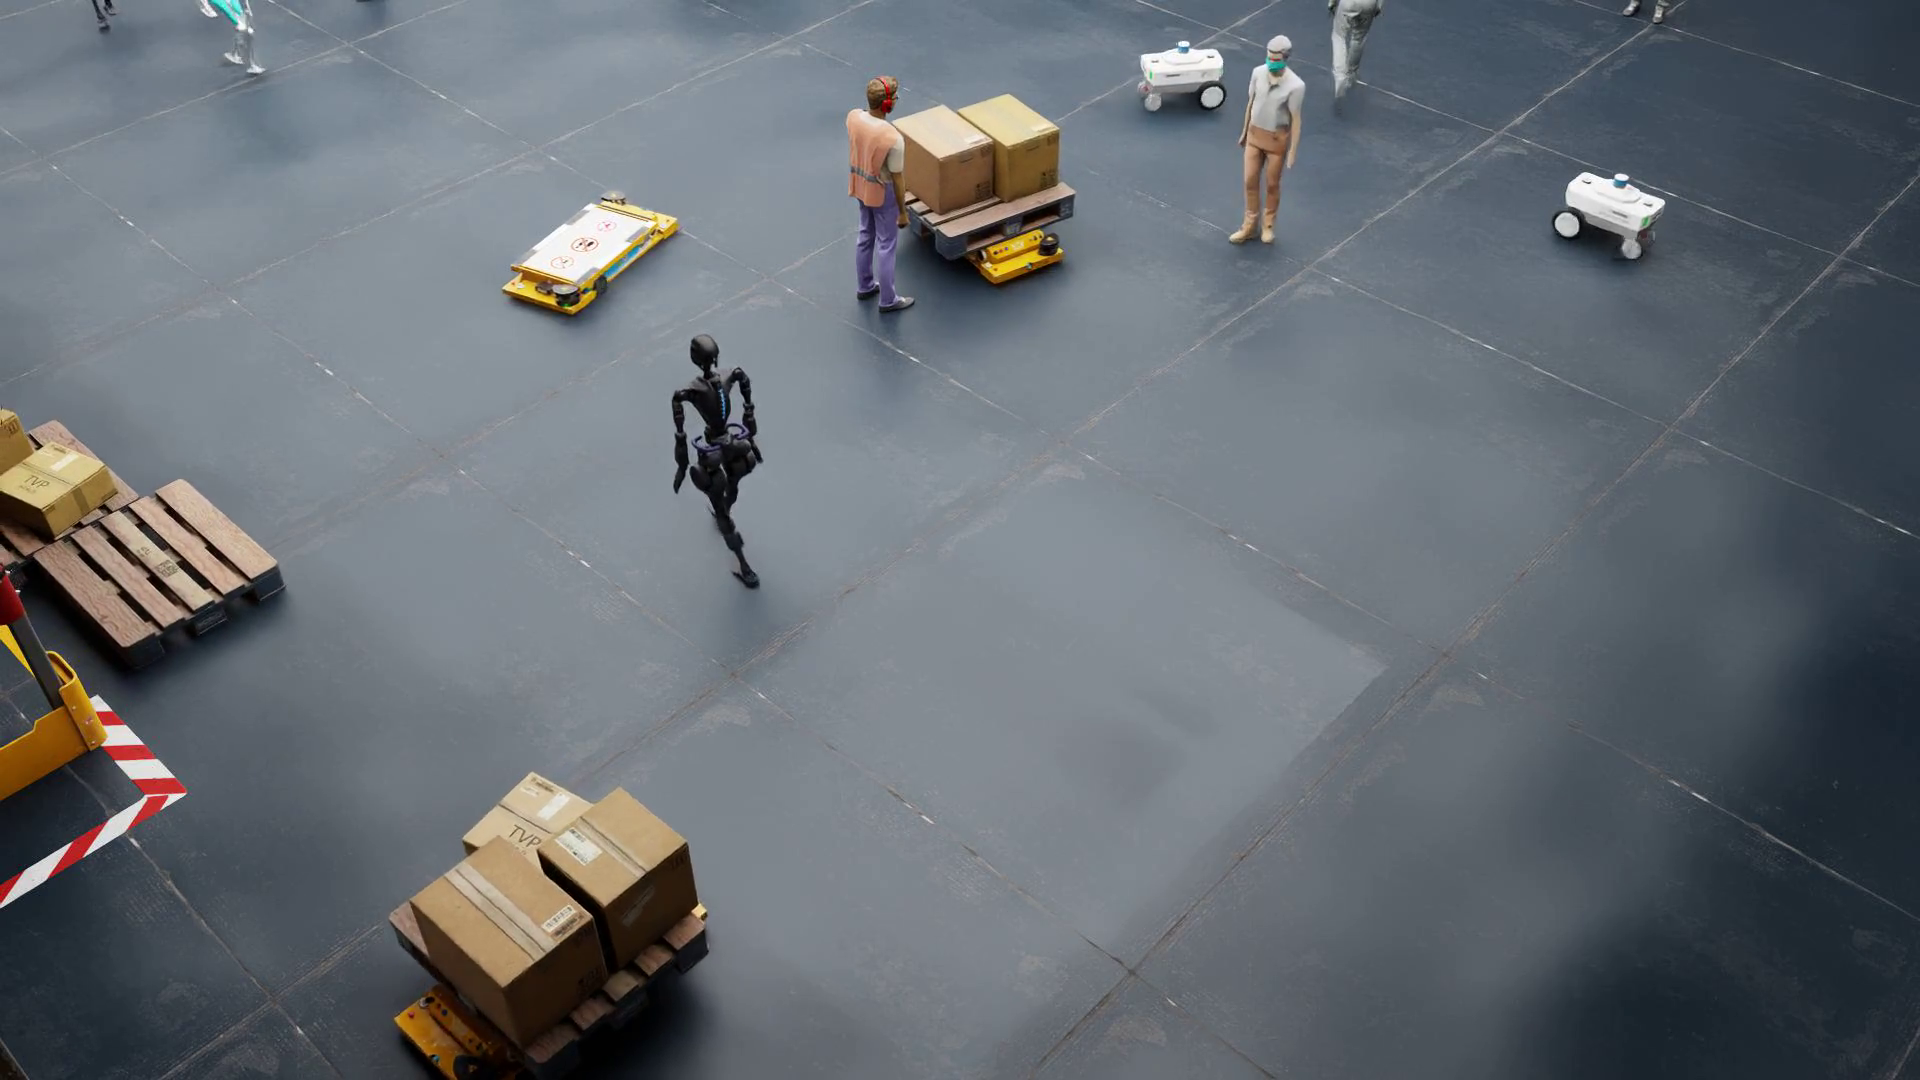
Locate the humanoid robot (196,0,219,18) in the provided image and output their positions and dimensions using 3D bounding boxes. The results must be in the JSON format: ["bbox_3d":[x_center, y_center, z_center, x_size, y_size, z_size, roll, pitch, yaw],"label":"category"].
[{"bbox_3d":[-7.460,-5.925,16.067,0.560,1.835,0.842,-28,49,-27],"label":"humanoid robot"}]

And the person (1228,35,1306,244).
[{"bbox_3d":[2.368,-3.076,12.852,0.504,1.728,0.465,27,49,27],"label":"person"}]

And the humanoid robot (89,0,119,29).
[{"bbox_3d":[-8.358,-5.756,15.885,0.599,1.638,0.682,-27,48,-27],"label":"humanoid robot"}]

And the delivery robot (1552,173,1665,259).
[{"bbox_3d":[5.183,-2.636,13.220,0.742,0.566,0.499,31,50,30],"label":"delivery robot"}]

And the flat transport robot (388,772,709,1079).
[{"bbox_3d":[-2.004,2.083,8.211,0.659,0.231,1.431,31,50,30],"label":"flat transport robot"}]

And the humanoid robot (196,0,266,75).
[{"bbox_3d":[-6.628,-5.021,15.029,0.853,1.767,0.531,27,48,27],"label":"humanoid robot"}]

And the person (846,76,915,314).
[{"bbox_3d":[-0.596,-2.495,12.129,0.377,1.836,0.558,-32,51,-30],"label":"person"}]

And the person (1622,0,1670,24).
[{"bbox_3d":[6.791,-5.892,15.908,0.565,1.834,0.404,21,46,22],"label":"person"}]

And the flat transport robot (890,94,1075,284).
[{"bbox_3d":[0.145,-2.542,13.352,0.659,0.231,1.431,-24,47,-24],"label":"flat transport robot"}]

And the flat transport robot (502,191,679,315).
[{"bbox_3d":[-2.885,-2.263,13.042,0.659,0.231,1.431,19,45,20],"label":"flat transport robot"}]

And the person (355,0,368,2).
[{"bbox_3d":[-6.073,-6.256,16.291,0.419,1.865,0.553,-24,47,-24],"label":"person"}]

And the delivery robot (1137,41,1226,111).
[{"bbox_3d":[2.002,-4.191,14.965,0.784,0.589,0.499,-7,42,-7],"label":"delivery robot"}]

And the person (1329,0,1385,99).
[{"bbox_3d":[3.526,-4.755,14.728,0.485,1.717,0.646,4,42,4],"label":"person"}]

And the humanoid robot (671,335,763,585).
[{"bbox_3d":[-1.479,-0.529,10.095,0.593,1.623,0.774,-28,49,-27],"label":"humanoid robot"}]
